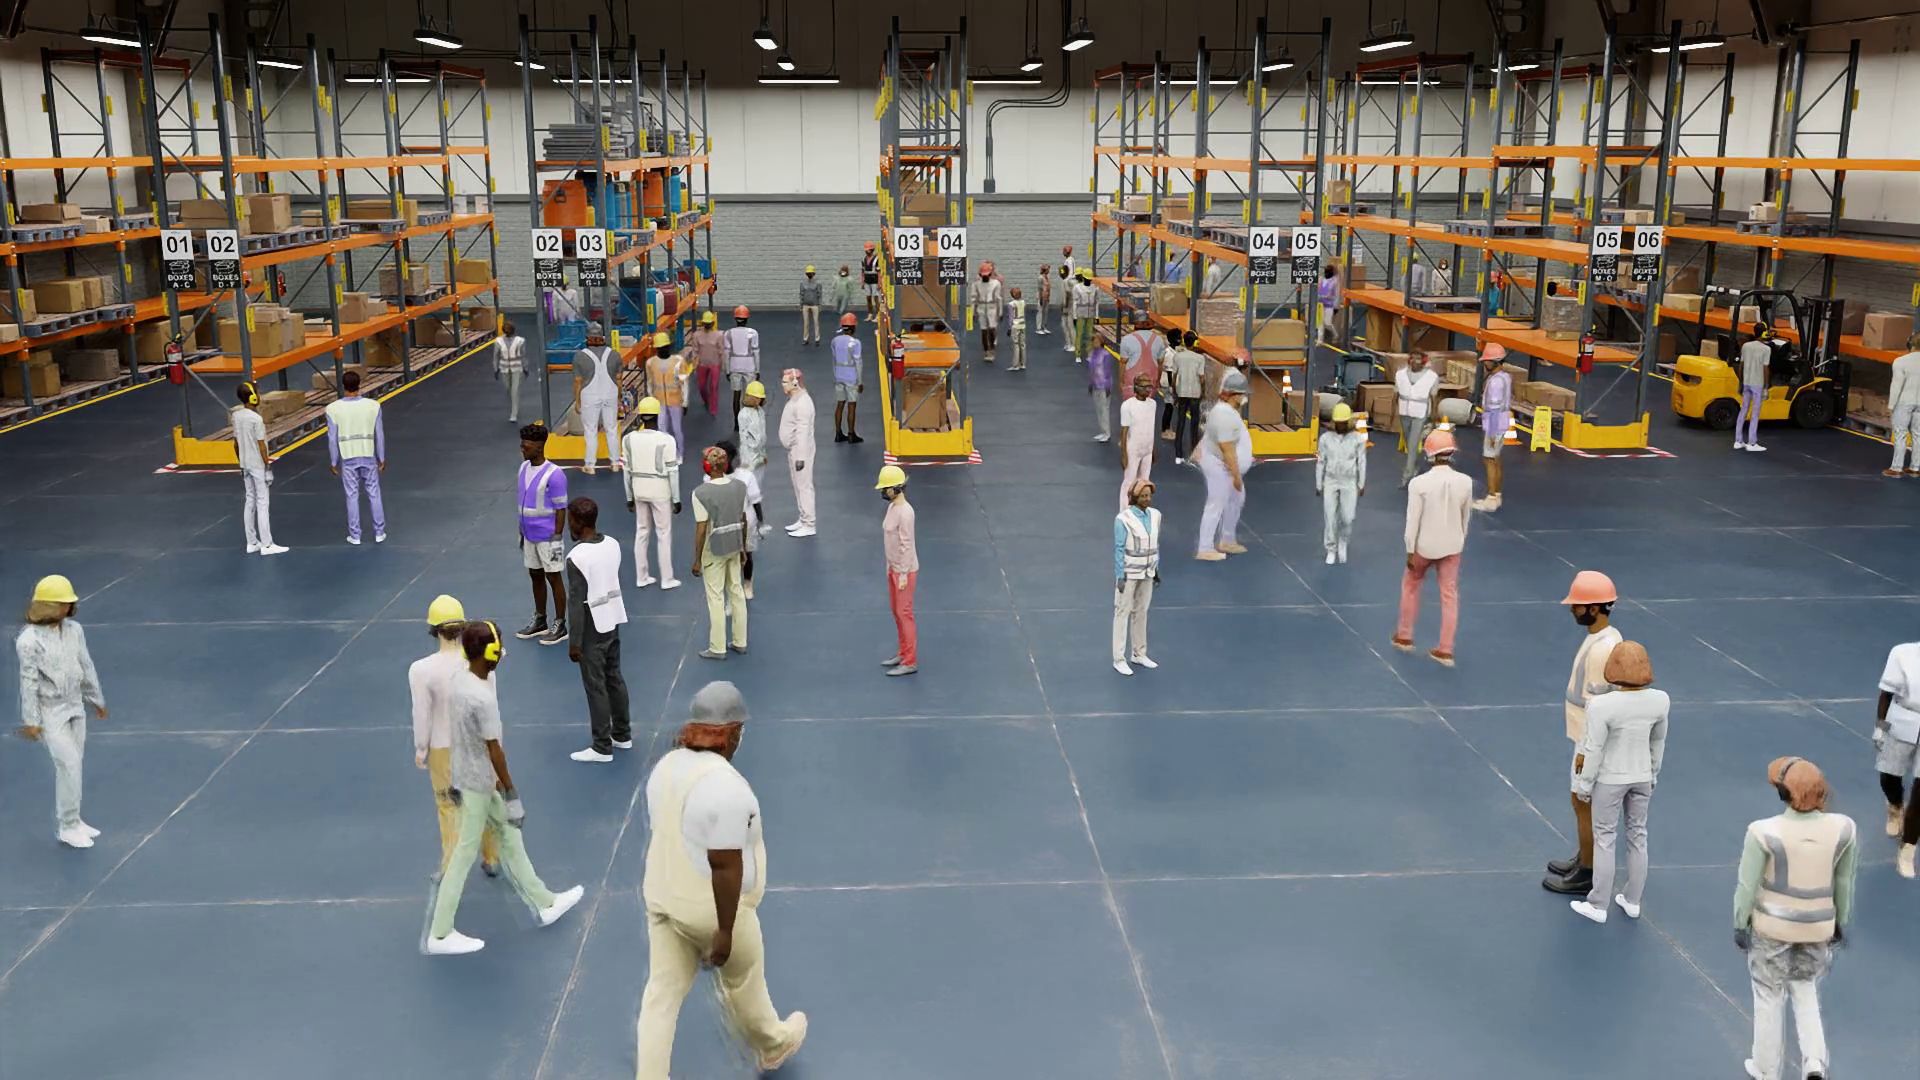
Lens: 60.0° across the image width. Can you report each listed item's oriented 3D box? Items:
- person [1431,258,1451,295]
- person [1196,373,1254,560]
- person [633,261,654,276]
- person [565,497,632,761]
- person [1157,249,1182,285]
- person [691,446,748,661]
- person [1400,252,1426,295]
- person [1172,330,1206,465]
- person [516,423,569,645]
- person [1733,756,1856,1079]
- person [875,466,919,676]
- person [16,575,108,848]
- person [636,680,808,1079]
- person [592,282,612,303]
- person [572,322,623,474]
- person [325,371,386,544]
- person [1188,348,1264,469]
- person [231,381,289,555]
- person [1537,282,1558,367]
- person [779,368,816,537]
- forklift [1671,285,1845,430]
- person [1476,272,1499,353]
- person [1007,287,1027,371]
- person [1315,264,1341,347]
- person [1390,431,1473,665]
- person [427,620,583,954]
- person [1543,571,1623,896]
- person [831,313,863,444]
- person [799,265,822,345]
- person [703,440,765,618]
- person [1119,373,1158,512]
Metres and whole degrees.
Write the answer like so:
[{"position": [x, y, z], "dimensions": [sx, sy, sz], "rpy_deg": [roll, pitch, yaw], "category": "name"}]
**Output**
[{"position": [11.939, -6.171, 41.285], "dimensions": [0.498, 1.633, 0.285], "rpy_deg": [-2, 13, -7], "category": "person"}, {"position": [2.853, -0.788, 17.607], "dimensions": [0.702, 2.000, 0.749], "rpy_deg": [2, 13, 7], "category": "person"}, {"position": [-7.849, -6.238, 41.306], "dimensions": [0.561, 1.753, 0.331], "rpy_deg": [-5, 14, -21], "category": "person"}, {"position": [-2.590, 0.633, 11.880], "dimensions": [0.397, 1.910, 0.587], "rpy_deg": [4, 14, 17], "category": "person"}, {"position": [4.969, -5.916, 39.412], "dimensions": [0.612, 2.013, 0.848], "rpy_deg": [-2, 13, -10], "category": "person"}, {"position": [-2.030, 0.117, 14.189], "dimensions": [0.372, 1.843, 0.570], "rpy_deg": [12, 18, 41], "category": "person"}, {"position": [11.069, -6.117, 40.682], "dimensions": [0.587, 1.810, 0.467], "rpy_deg": [1, 13, 5], "category": "person"}, {"position": [3.169, -1.965, 22.958], "dimensions": [0.508, 1.872, 0.329], "rpy_deg": [8, 15, 29], "category": "person"}, {"position": [-3.705, -0.062, 14.689], "dimensions": [0.605, 1.966, 0.367], "rpy_deg": [11, 17, 38], "category": "person"}, {"position": [3.811, 1.777, 7.621], "dimensions": [0.530, 1.619, 0.390], "rpy_deg": [0, 13, 1], "category": "person"}, {"position": [-0.524, 0.246, 13.847], "dimensions": [0.342, 1.753, 0.534], "rpy_deg": [-4, 14, -16], "category": "person"}, {"position": [-5.544, 1.064, 10.401], "dimensions": [0.490, 1.726, 0.514], "rpy_deg": [3, 14, 12], "category": "person"}, {"position": [-1.136, 1.581, 7.568], "dimensions": [0.693, 2.000, 1.029], "rpy_deg": [11, 17, 39], "category": "person"}, {"position": [-8.259, -5.572, 38.559], "dimensions": [0.494, 1.719, 0.670], "rpy_deg": [4, 14, 18], "category": "person"}, {"position": [-4.890, -1.915, 22.380], "dimensions": [0.682, 2.000, 0.537], "rpy_deg": [-7, 15, -29], "category": "person"}, {"position": [-6.653, -0.906, 18.367], "dimensions": [0.590, 1.919, 0.397], "rpy_deg": [-6, 15, -25], "category": "person"}, {"position": [3.629, -1.795, 22.715], "dimensions": [1.052, 1.658, 0.578], "rpy_deg": [1, 13, 3], "category": "person"}, {"position": [-7.571, -0.774, 17.904], "dimensions": [0.508, 1.877, 0.329], "rpy_deg": [8, 16, 31], "category": "person"}, {"position": [11.773, -4.327, 33.343], "dimensions": [0.321, 1.692, 0.529], "rpy_deg": [2, 13, 7], "category": "person"}, {"position": [-1.843, -0.991, 18.790], "dimensions": [0.399, 1.899, 0.635], "rpy_deg": [-4, 14, -15], "category": "person"}, {"position": [12.503, -2.886, 26.166], "dimensions": [2.313, 2.155, 1.214], "rpy_deg": [-1, 13, -3], "category": "forklift"}, {"position": [11.244, -4.830, 35.365], "dimensions": [0.561, 1.741, 0.344], "rpy_deg": [-7, 15, -26], "category": "person"}, {"position": [1.116, -4.143, 32.685], "dimensions": [0.314, 1.636, 0.515], "rpy_deg": [11, 17, 40], "category": "person"}, {"position": [8.053, -5.130, 36.476], "dimensions": [0.476, 1.822, 0.667], "rpy_deg": [-8, 16, -32], "category": "person"}, {"position": [4.042, 0.038, 14.255], "dimensions": [0.614, 1.961, 0.859], "rpy_deg": [-2, 13, -8], "category": "person"}, {"position": [-2.537, 1.334, 9.099], "dimensions": [0.946, 1.808, 0.609], "rpy_deg": [-7, 15, -28], "category": "person"}, {"position": [3.670, 1.125, 9.753], "dimensions": [0.385, 1.925, 0.553], "rpy_deg": [5, 14, 20], "category": "person"}, {"position": [-1.648, -2.393, 24.652], "dimensions": [0.547, 1.932, 0.384], "rpy_deg": [10, 17, 36], "category": "person"}, {"position": [-3.312, -5.200, 36.882], "dimensions": [0.527, 1.771, 0.312], "rpy_deg": [3, 14, 11], "category": "person"}, {"position": [-2.127, -0.156, 15.753], "dimensions": [0.573, 1.661, 0.844], "rpy_deg": [1, 13, 4], "category": "person"}, {"position": [2.026, -0.981, 18.842], "dimensions": [0.511, 1.844, 0.328], "rpy_deg": [-10, 17, -37], "category": "person"}]
